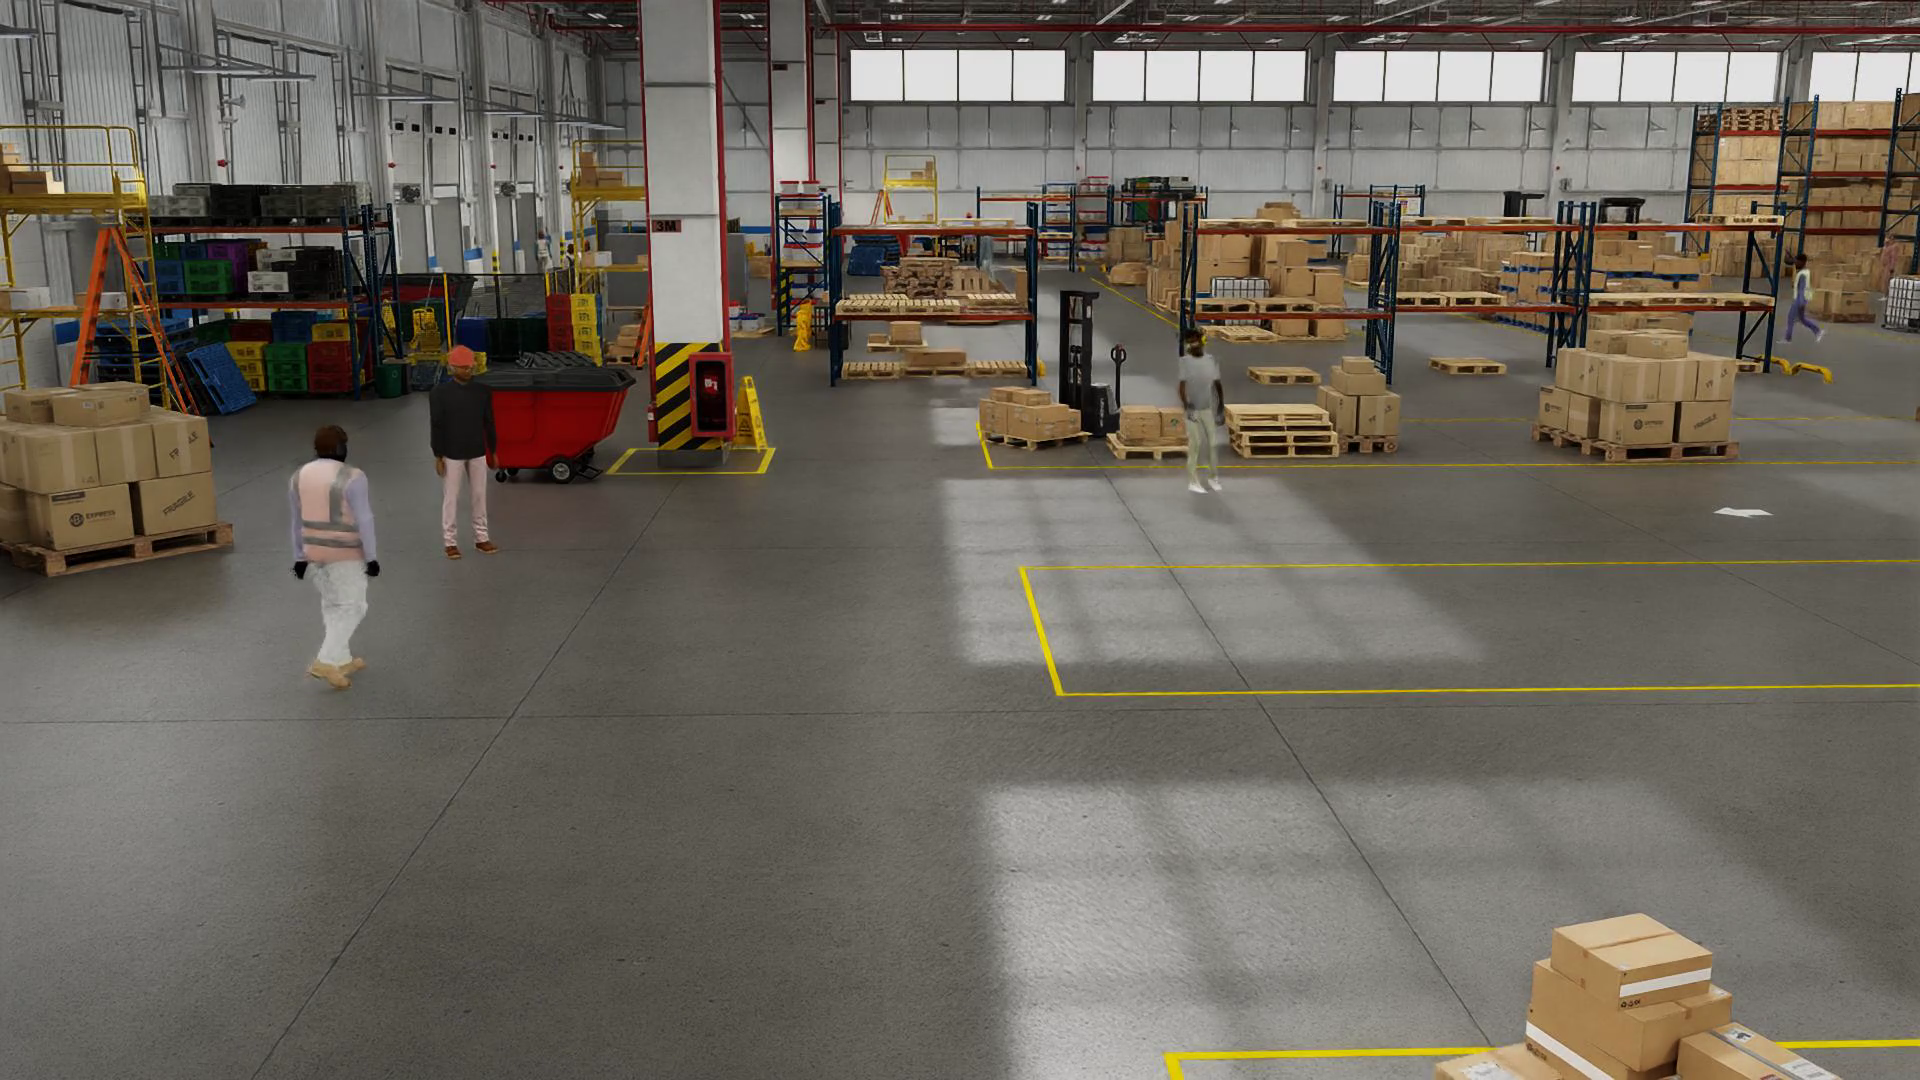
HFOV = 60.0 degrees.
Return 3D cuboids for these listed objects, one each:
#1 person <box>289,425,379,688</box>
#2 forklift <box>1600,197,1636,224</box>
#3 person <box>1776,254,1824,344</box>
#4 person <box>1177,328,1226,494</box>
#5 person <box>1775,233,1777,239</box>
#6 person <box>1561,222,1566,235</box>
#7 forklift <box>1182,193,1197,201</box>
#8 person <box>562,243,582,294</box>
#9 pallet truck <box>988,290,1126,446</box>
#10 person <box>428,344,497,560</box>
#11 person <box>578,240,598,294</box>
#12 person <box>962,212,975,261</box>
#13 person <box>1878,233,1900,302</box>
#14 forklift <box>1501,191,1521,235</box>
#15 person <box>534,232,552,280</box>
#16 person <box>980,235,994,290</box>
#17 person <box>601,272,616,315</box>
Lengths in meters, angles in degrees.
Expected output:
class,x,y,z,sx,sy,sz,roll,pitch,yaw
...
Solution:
class,x,y,z,sx,sy,sz,roll,pitch,yaw
person,-4.427,0.123,11.616,0.645,1.813,0.641,5,14,23
forklift,18.753,-8.413,47.705,1.129,2.768,1.873,2,13,10
person,17.567,-5.009,34.620,0.786,1.889,0.589,8,15,31
person,2.711,-1.426,18.524,0.551,1.844,0.509,-2,13,-7
person,29.330,-10.449,59.724,0.515,1.639,0.307,6,14,24
person,20.011,-9.562,55.039,0.641,1.947,1.033,9,15,36
forklift,7.795,-10.457,56.936,1.873,2.768,1.129,3,13,13
person,-9.382,-6.264,40.358,0.505,1.846,0.346,-4,13,-17
pallet truck,1.257,-2.299,22.111,1.885,1.965,0.823,-9,15,-35
person,-4.601,-0.820,15.440,0.620,1.992,0.394,-9,15,-36
person,-9.229,-6.462,41.158,0.573,1.887,0.353,1,13,4
person,0.362,-12.245,67.159,0.551,1.933,0.370,4,13,19
person,25.760,-7.566,46.149,0.396,1.897,0.667,3,13,12
forklift,20.800,-11.780,62.907,1.873,2.768,1.129,0,12,-2
person,-13.775,-9.371,54.912,0.520,1.610,0.768,-1,13,-3
person,0.782,-8.400,49.806,0.372,1.935,0.643,7,14,28
person,-8.728,-6.485,41.640,0.534,1.712,0.370,3,13,15
